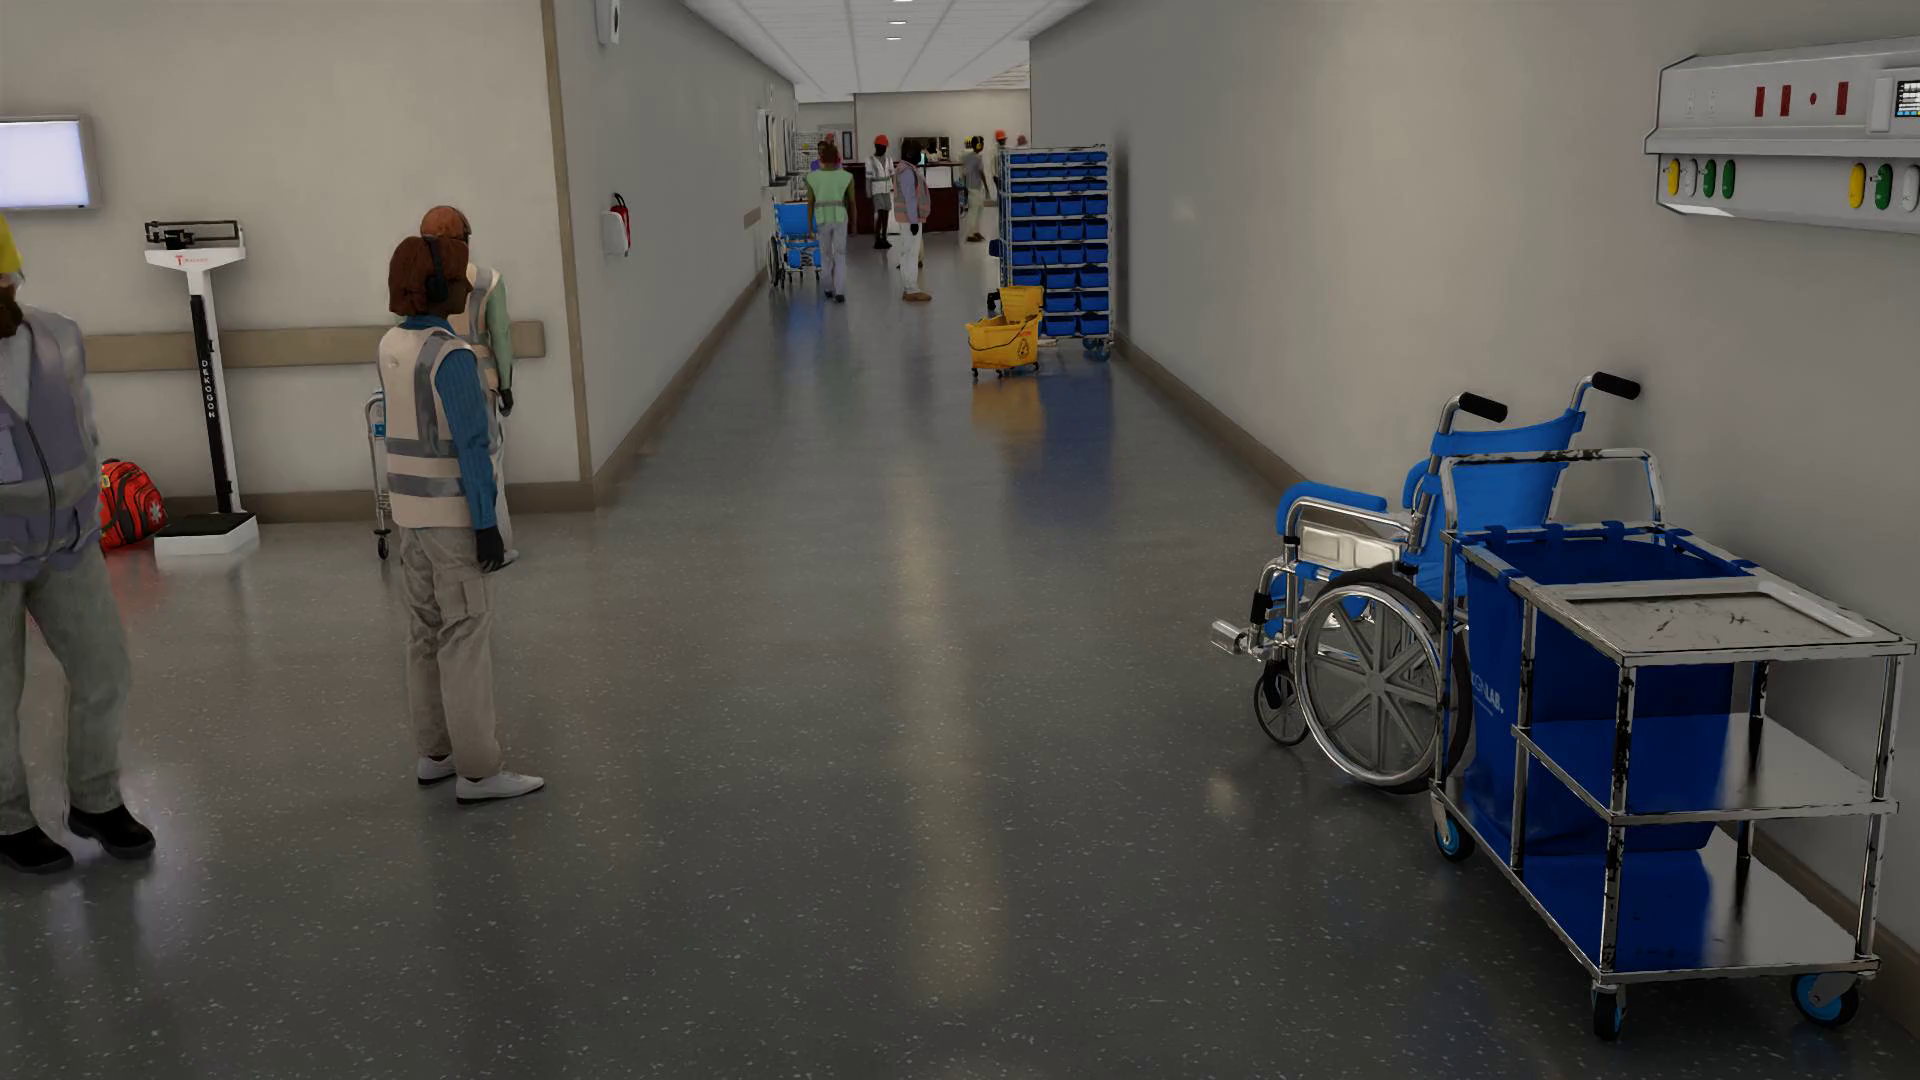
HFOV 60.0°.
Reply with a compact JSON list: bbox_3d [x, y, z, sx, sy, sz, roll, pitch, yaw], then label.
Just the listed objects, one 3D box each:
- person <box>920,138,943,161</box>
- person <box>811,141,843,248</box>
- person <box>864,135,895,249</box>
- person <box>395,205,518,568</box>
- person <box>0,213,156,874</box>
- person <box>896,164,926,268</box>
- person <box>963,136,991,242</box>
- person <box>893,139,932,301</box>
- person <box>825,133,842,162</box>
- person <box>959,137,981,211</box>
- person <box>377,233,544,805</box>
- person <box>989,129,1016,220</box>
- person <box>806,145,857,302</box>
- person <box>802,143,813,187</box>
[{"bbox_3d":[-0.625,-8.200,37.801,0.628,1.835,0.429,-10,16,-30],"label":"person"},{"bbox_3d":[-2.112,-5.430,26.556,0.565,1.846,0.388,3,15,20],"label":"person"},{"bbox_3d":[-1.294,-5.926,28.353,0.565,1.914,0.530,-15,19,-43],"label":"person"},{"bbox_3d":[-2.244,-0.665,7.440,0.505,1.631,0.311,-3,14,-6],"label":"person"},{"bbox_3d":[-2.443,0.027,4.260,0.579,1.796,0.615,7,16,32],"label":"person"},{"bbox_3d":[-0.718,-4.734,23.975,0.497,1.633,0.284,4,15,23],"label":"person"},{"bbox_3d":[0.324,-6.212,29.468,0.598,1.847,0.554,-8,15,-26],"label":"person"},{"bbox_3d":[-0.548,-3.694,19.252,0.429,1.842,0.622,-3,14,-7],"label":"person"},{"bbox_3d":[-2.936,-8.341,38.306,0.390,1.992,0.624,7,16,31],"label":"person"},{"bbox_3d":[0.247,-9.100,41.413,0.586,1.822,0.403,-4,14,-11],"label":"person"},{"bbox_3d":[-1.482,-0.054,4.818,0.311,1.638,0.521,-14,18,-40],"label":"person"},{"bbox_3d":[0.983,-8.039,36.654,0.628,1.968,0.695,-6,14,-16],"label":"person"},{"bbox_3d":[-1.495,-3.728,19.593,0.571,1.794,0.935,-1,14,1],"label":"person"},{"bbox_3d":[-4.223,-10.109,46.195,0.303,1.772,0.522,4,15,21],"label":"person"}]
